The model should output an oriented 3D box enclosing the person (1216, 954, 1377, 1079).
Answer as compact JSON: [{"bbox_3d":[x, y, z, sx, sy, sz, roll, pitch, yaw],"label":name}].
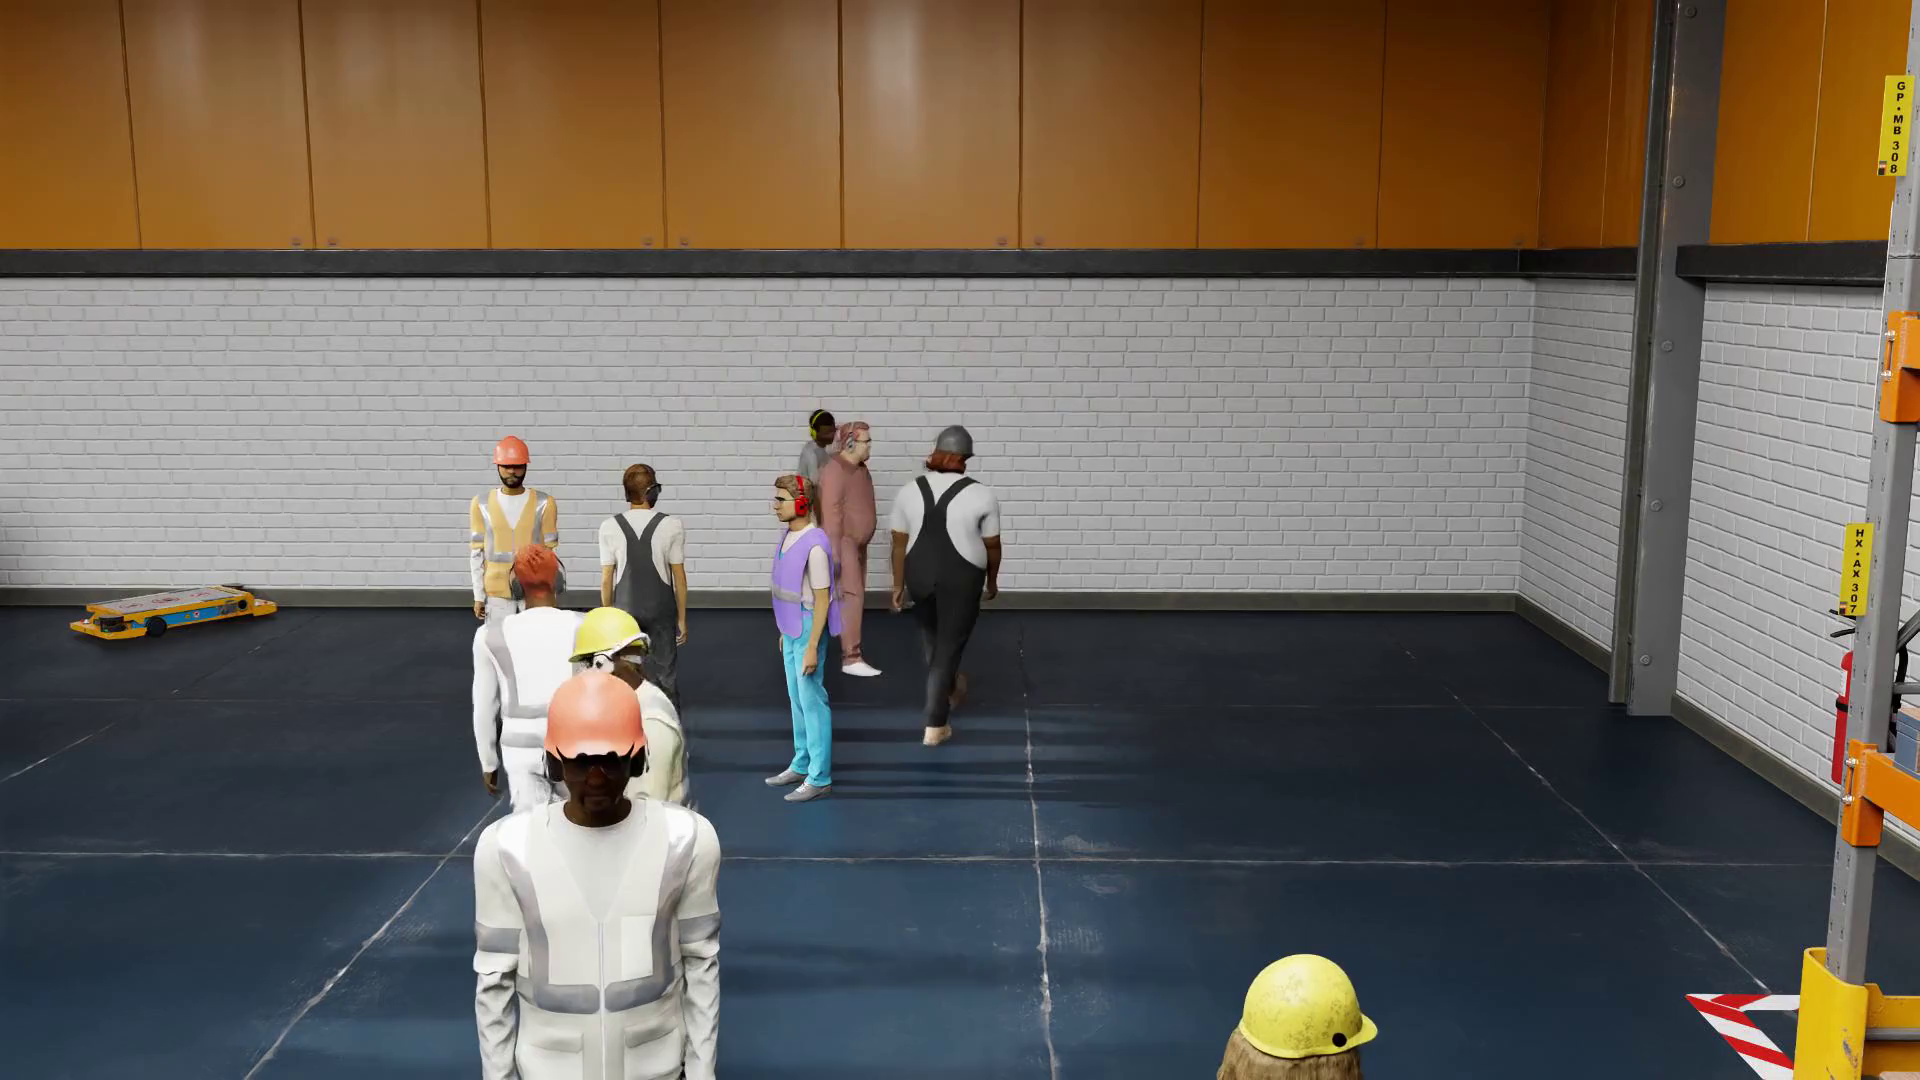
[{"bbox_3d":[0.620,1.629,3.202,0.317,1.743,0.488,-4,10,-24],"label":"person"}]

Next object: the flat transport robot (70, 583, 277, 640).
[{"bbox_3d":[-6.547,0.582,13.875,0.652,0.197,1.431,7,12,37],"label":"flat transport robot"}]

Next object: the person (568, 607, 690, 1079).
[{"bbox_3d":[-1.248,1.147,5.955,0.613,1.790,0.586,-7,12,-36],"label":"person"}]

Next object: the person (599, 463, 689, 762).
[{"bbox_3d":[-1.873,0.465,9.883,0.505,1.842,0.347,-1,9,-3],"label":"person"}]

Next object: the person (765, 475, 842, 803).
[{"bbox_3d":[-0.874,0.545,9.387,0.388,1.847,0.563,-4,10,-22],"label":"person"}]

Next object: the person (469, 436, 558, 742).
[{"bbox_3d":[-2.807,0.309,10.517,0.545,1.942,0.349,-2,10,-13],"label":"person"}]

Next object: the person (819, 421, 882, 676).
[{"bbox_3d":[-0.914,0.051,12.266,0.715,1.881,0.645,3,10,18],"label":"person"}]

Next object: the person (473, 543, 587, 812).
[{"bbox_3d":[-1.775,0.927,7.143,0.588,1.827,0.981,-2,10,-13],"label":"person"}]

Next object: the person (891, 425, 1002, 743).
[{"bbox_3d":[-0.042,0.224,10.732,0.692,2.000,1.046,4,10,24],"label":"person"}]

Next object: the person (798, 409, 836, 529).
[{"bbox_3d":[-1.203,-0.177,13.771,0.624,1.829,0.556,0,9,-1],"label":"person"}]

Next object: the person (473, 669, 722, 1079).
[{"bbox_3d":[-0.889,1.319,4.160,0.608,2.046,0.368,-2,10,-14],"label":"person"}]
